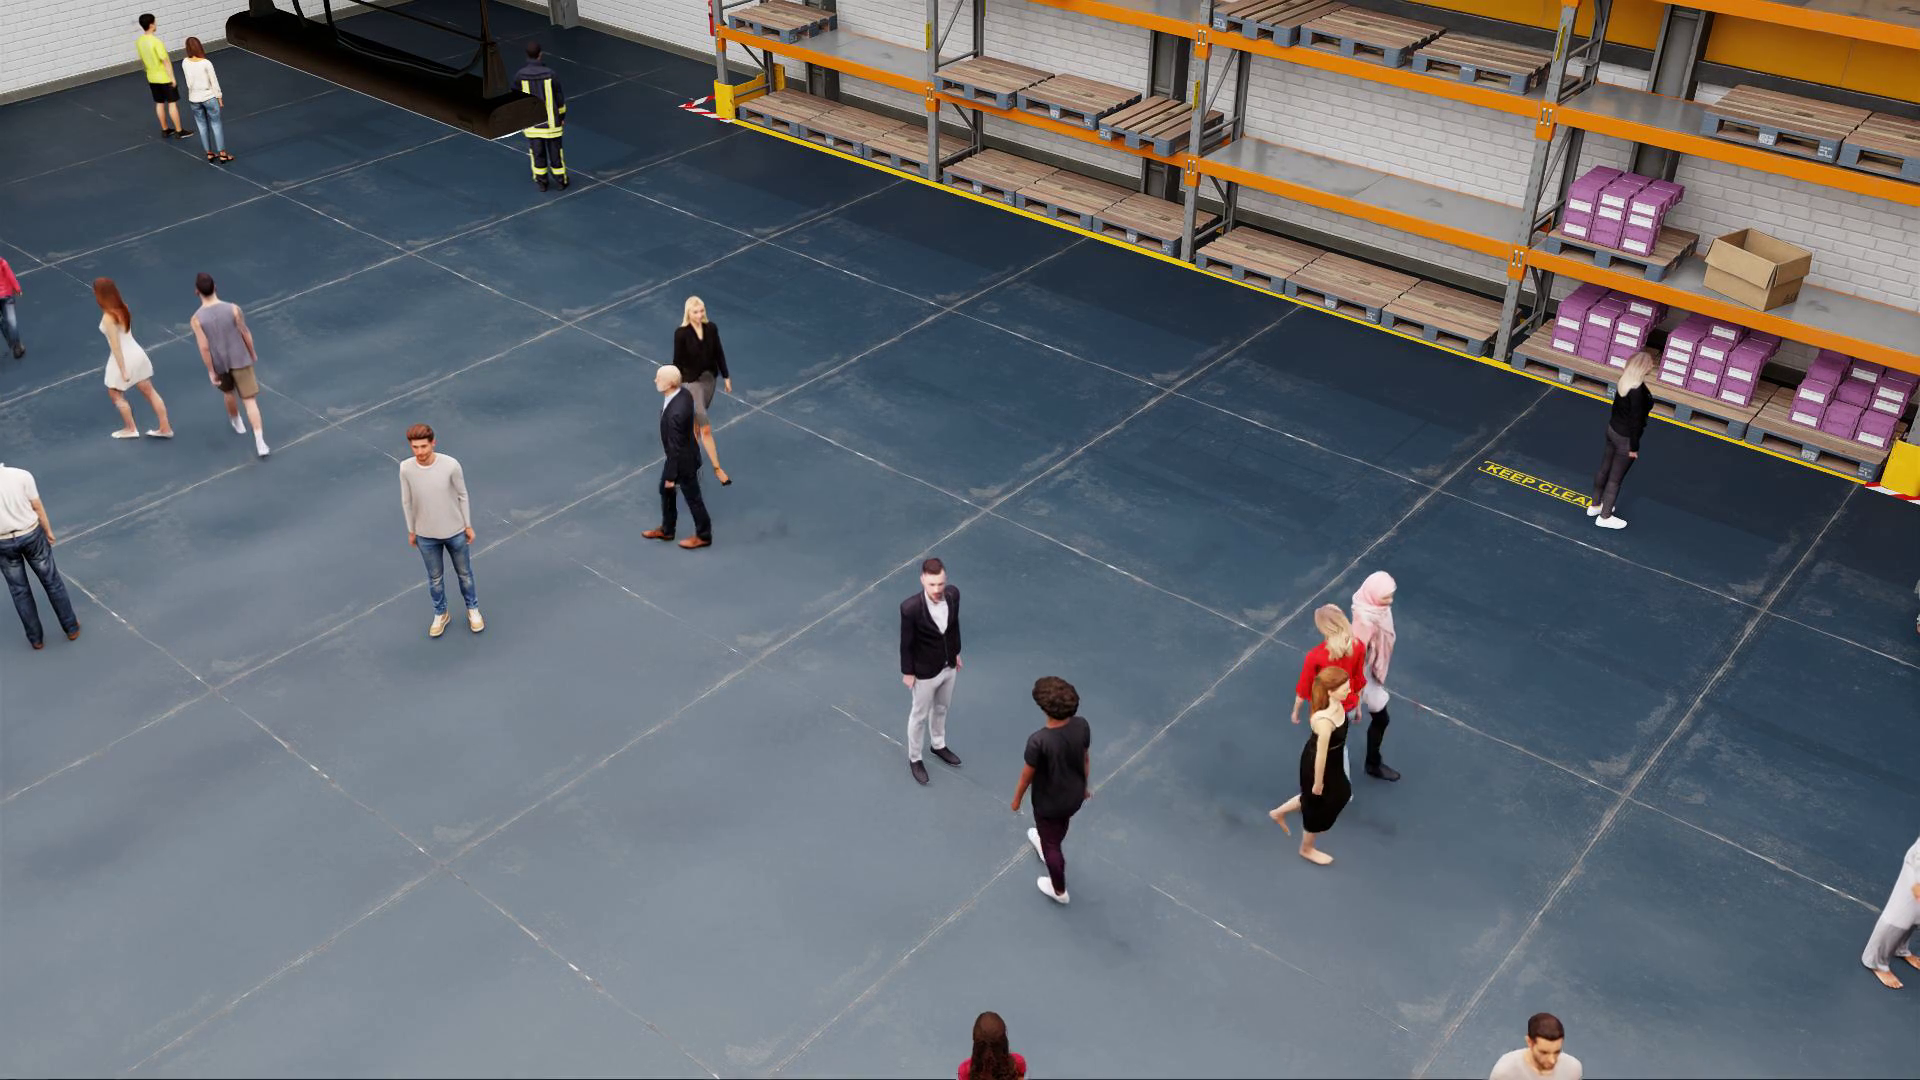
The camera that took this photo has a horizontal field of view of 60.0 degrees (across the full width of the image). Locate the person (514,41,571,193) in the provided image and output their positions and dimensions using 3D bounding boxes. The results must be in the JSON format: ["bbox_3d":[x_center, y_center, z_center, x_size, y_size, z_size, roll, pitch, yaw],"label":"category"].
[{"bbox_3d":[-5.355,-5.424,21.305,0.884,1.927,0.934,-4,34,-6],"label":"person"}]

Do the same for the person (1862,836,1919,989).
[{"bbox_3d":[6.034,2.001,10.306,0.691,1.736,0.654,-19,38,-26],"label":"person"}]

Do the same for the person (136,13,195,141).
[{"bbox_3d":[-11.059,-6.409,22.984,0.572,1.708,0.748,12,35,17],"label":"person"}]

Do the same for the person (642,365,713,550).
[{"bbox_3d":[-2.311,-0.705,14.331,1.030,1.787,0.977,-5,34,-8],"label":"person"}]

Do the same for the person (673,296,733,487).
[{"bbox_3d":[-2.457,-1.432,15.408,0.763,1.805,1.091,-25,41,-32],"label":"person"}]

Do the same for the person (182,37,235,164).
[{"bbox_3d":[-10.090,-5.871,22.202,0.661,1.677,0.765,5,34,7],"label":"person"}]

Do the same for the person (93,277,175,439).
[{"bbox_3d":[-7.876,-1.707,15.923,0.908,1.694,0.811,3,34,5],"label":"person"}]

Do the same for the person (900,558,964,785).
[{"bbox_3d":[-0.200,0.889,11.885,0.703,1.840,0.632,-22,39,-29],"label":"person"}]

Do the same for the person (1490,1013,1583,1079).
[{"bbox_3d":[2.857,3.056,8.616,1.055,1.851,1.120,-3,34,-4],"label":"person"}]

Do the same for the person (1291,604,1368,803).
[{"bbox_3d":[2.620,1.208,11.548,0.740,1.682,0.755,-5,34,-7],"label":"person"}]

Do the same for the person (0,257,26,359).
[{"bbox_3d":[-10.134,-2.538,17.529,0.731,1.299,0.824,-8,34,-12],"label":"person"}]

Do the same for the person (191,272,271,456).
[{"bbox_3d":[-6.912,-1.640,15.831,0.982,1.806,1.290,-15,36,-21],"label":"person"}]

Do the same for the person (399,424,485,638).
[{"bbox_3d":[-4.158,-0.096,13.309,0.756,1.904,0.788,-6,34,-10],"label":"person"}]

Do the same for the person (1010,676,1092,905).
[{"bbox_3d":[0.668,1.665,10.791,0.789,1.760,0.955,-20,39,-28],"label":"person"}]

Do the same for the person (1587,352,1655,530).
[{"bbox_3d":[5.847,-0.897,14.711,0.737,1.687,0.682,-2,34,-3],"label":"person"}]

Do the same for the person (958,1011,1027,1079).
[{"bbox_3d":[0.190,3.124,8.803,0.965,1.529,1.025,-3,34,-5],"label":"person"}]

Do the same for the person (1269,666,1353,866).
[{"bbox_3d":[2.346,1.487,11.193,0.842,1.611,0.717,13,36,19],"label":"person"}]

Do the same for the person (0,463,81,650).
[{"bbox_3d":[-7.467,0.018,13.189,0.731,1.848,0.705,-16,37,-23],"label":"person"}]
